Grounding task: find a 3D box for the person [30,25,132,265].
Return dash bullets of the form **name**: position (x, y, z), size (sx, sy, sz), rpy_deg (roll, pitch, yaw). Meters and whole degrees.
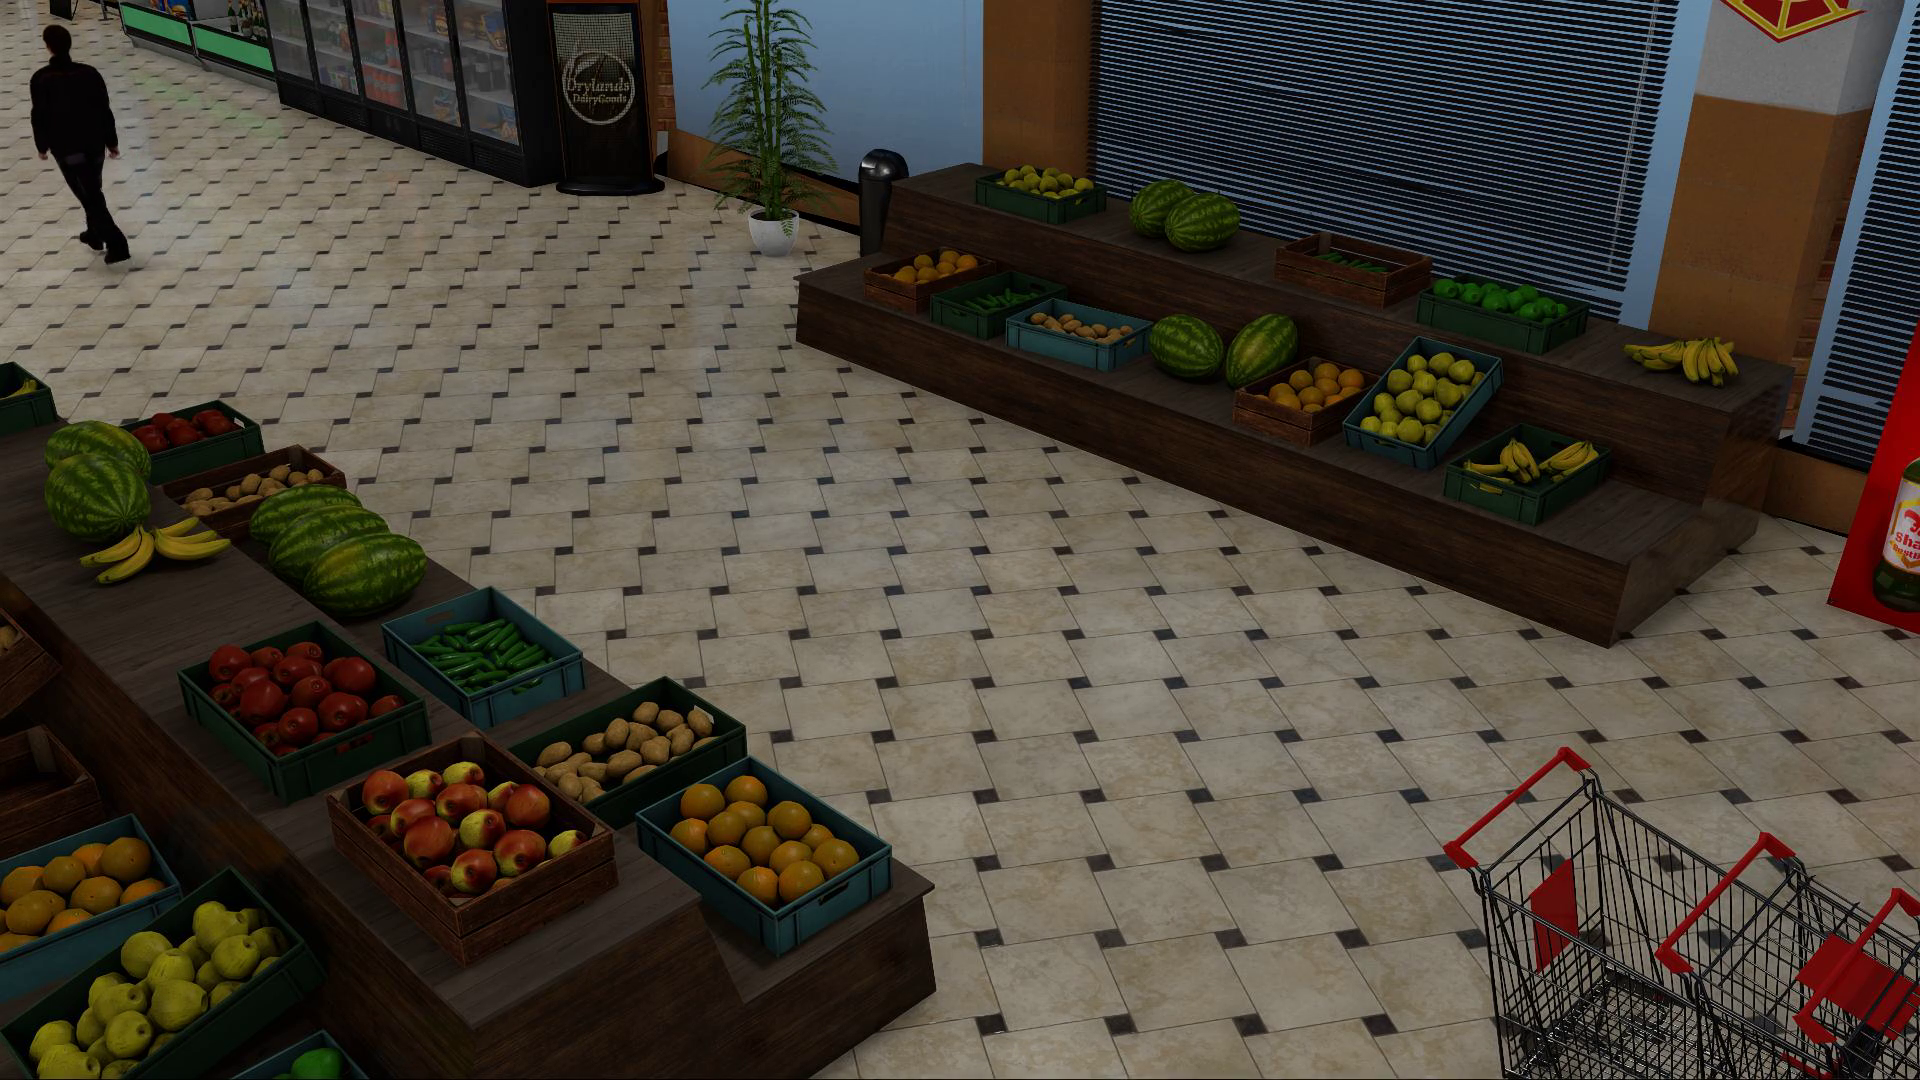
- **person**: position (-6.782, -3.006, 12.881), size (1.233, 1.799, 0.881), rpy_deg (17, 31, 30)
